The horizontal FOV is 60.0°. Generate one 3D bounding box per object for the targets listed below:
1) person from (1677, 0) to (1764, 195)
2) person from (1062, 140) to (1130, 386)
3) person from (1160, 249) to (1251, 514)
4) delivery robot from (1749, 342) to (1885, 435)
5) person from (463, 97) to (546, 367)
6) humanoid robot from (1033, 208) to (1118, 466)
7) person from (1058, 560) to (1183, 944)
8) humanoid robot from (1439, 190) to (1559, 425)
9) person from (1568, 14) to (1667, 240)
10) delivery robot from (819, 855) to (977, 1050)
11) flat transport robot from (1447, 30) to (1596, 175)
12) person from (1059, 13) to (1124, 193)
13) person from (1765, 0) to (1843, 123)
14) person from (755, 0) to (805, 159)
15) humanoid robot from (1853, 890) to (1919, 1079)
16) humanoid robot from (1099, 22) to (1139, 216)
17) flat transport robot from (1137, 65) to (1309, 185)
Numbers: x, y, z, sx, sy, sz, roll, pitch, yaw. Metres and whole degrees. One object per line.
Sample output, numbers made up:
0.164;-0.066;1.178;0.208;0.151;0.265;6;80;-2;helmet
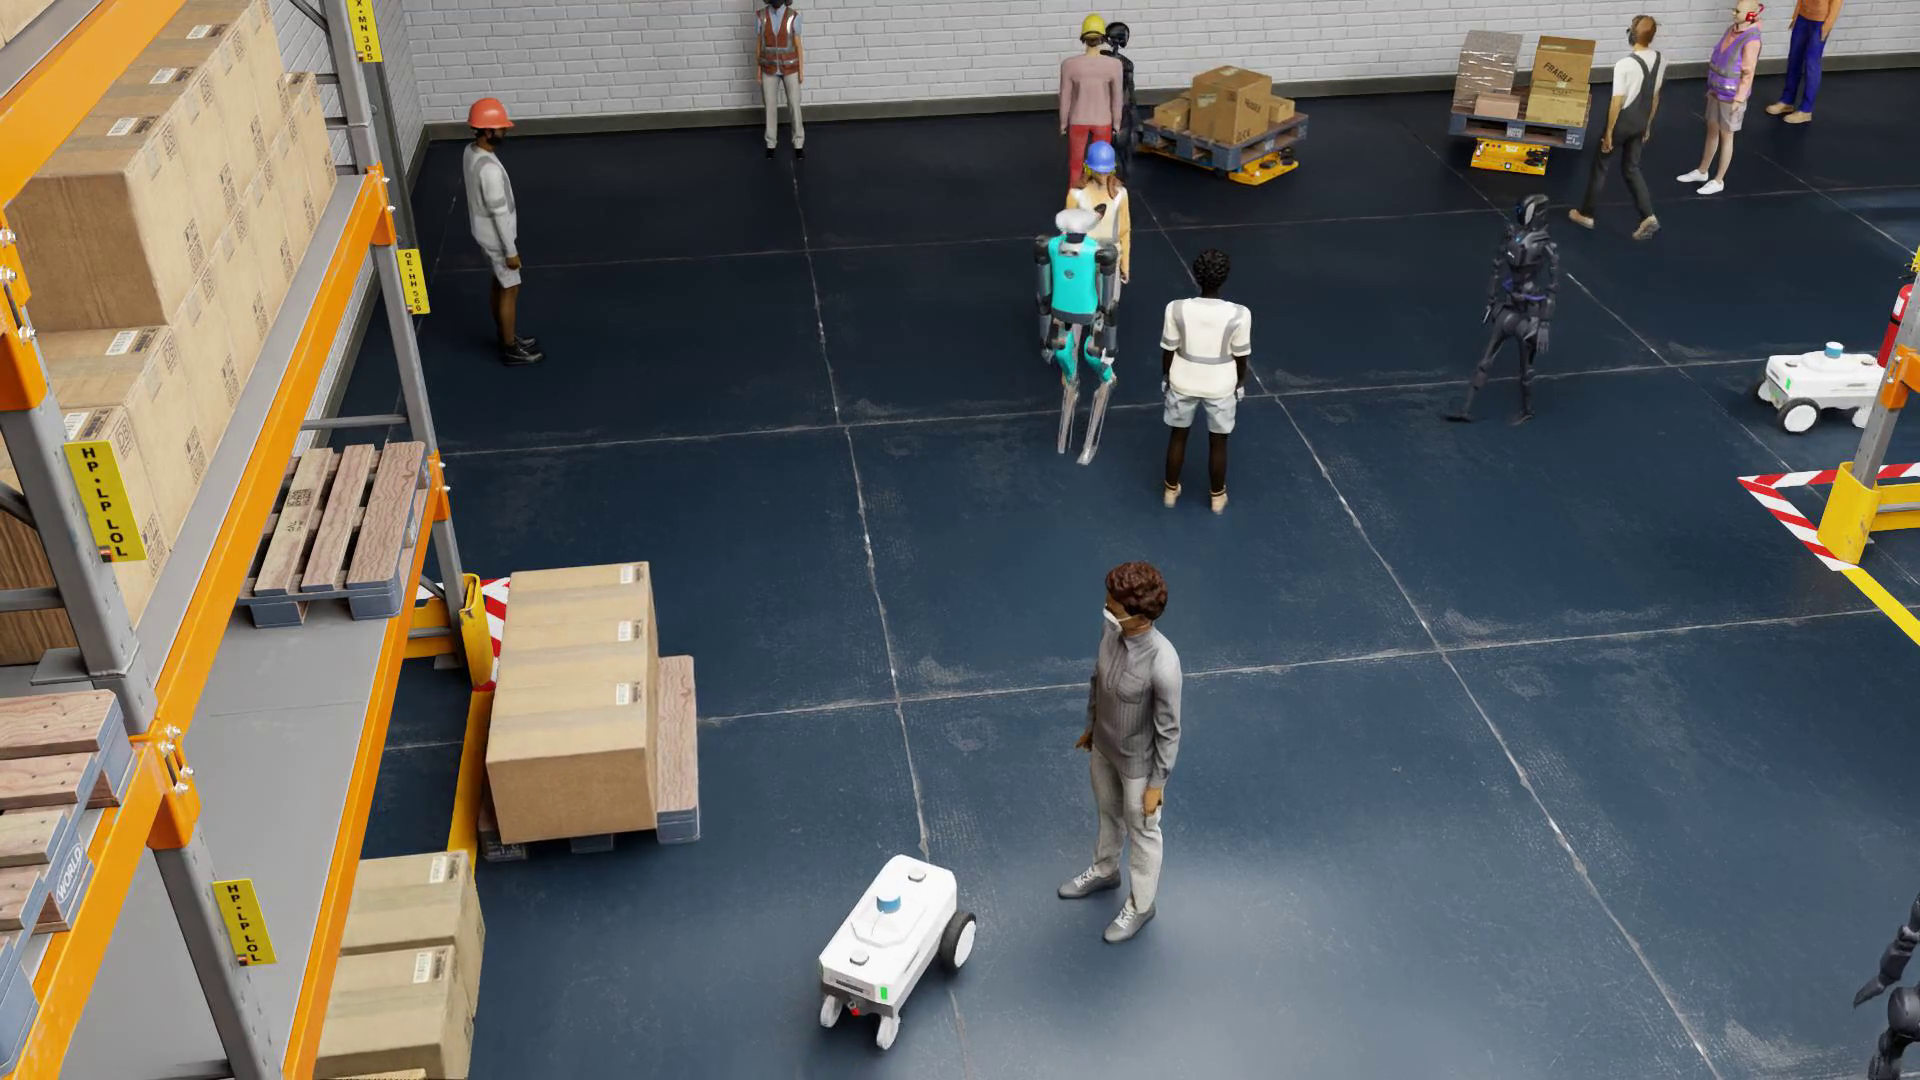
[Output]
6.668;-3.857;14.458;0.349;1.694;0.483;-4;33;-6;person
0.919;-1.870;11.340;0.464;1.772;0.329;-3;33;-4;person
1.455;-0.937;9.988;0.535;1.693;0.320;10;34;15;person
5.796;-1.045;11.184;0.788;0.587;0.499;-1;33;-2;delivery robot
-3.200;-2.137;11.614;0.390;1.927;0.548;-16;37;-23;person
0.795;-1.296;10.507;0.542;1.809;0.678;14;36;21;humanoid robot
0.718;0.879;7.017;0.395;1.898;0.531;-18;37;-26;person
3.608;-1.469;10.837;0.694;1.634;0.610;-15;36;-22;humanoid robot
5.490;-3.336;13.557;0.514;1.818;0.830;-13;35;-19;person
-0.283;1.687;7.019;0.499;0.608;0.793;15;36;21;delivery robot
5.227;-3.789;15.658;0.659;0.231;1.431;12;35;17;flat transport robot
1.079;-3.464;13.793;0.531;1.765;0.329;2;33;3;person
8.231;-5.045;16.033;0.404;1.972;0.515;-9;34;-13;person
-1.640;-4.291;15.136;0.433;1.683;0.309;1;33;2;person
3.600;1.676;5.999;0.585;1.643;0.381;8;34;13;humanoid robot
1.296;-3.512;13.948;0.348;1.660;0.590;-18;37;-25;humanoid robot
2.351;-3.611;15.386;1.431;0.231;0.659;28;42;36;flat transport robot
